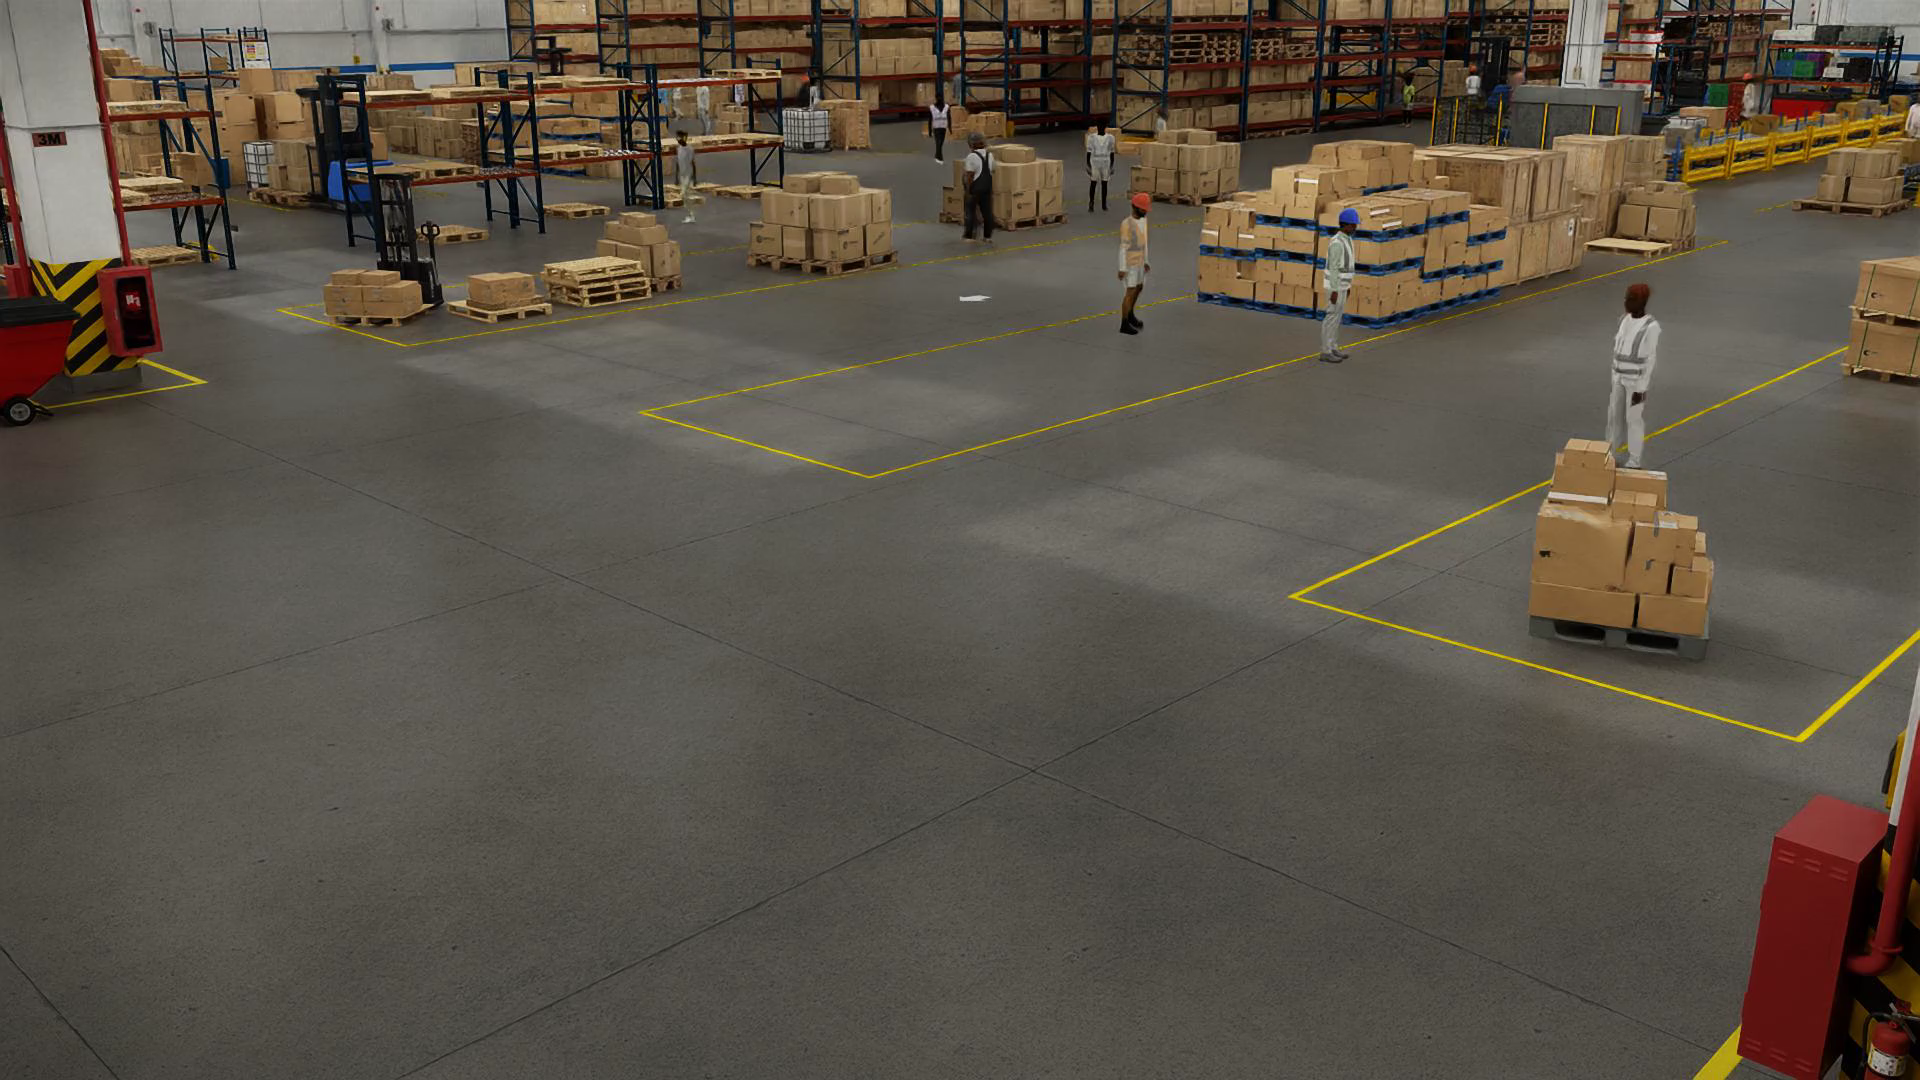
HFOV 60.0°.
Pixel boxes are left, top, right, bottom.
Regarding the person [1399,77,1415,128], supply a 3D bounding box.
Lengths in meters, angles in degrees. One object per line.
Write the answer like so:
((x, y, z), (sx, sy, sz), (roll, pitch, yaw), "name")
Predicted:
((15.135, -14.808, 56.251), (0.320, 1.692, 0.531), (-7, 19, -19), "person")

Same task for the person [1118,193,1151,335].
((2.370, -3.802, 22.762), (0.586, 1.908, 0.771), (13, 22, 34), "person")

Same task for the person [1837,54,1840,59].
((40.943, -22.197, 78.086), (0.609, 1.970, 0.882), (5, 19, 13), "person")

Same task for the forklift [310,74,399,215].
((-12.822, -8.328, 34.873), (1.873, 2.768, 1.129), (17, 25, 41), "forklift")

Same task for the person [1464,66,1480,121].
((18.146, -15.797, 58.881), (0.554, 1.918, 0.605), (-4, 19, -13), "person")

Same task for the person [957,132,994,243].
((0.281, -6.518, 30.731), (0.755, 2.000, 0.768), (-17, 25, -41), "person")

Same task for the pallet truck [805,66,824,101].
((-4.812, -15.182, 56.903), (0.823, 1.965, 1.885), (-9, 21, -26), "pallet truck")

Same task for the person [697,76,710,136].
((-7.988, -13.422, 51.694), (0.356, 1.936, 0.635), (-13, 22, -34), "person")

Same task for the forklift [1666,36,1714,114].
((27.341, -17.291, 61.877), (1.129, 2.768, 1.873), (17, 25, 41), "forklift")

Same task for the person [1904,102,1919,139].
((25.817, -11.081, 44.739), (0.861, 1.882, 0.647), (-14, 23, -35), "person")

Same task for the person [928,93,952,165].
((-0.559, -11.048, 44.653), (0.586, 1.878, 1.001), (-6, 19, -19), "person")

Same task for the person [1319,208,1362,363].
((4.776, -3.195, 20.891), (0.426, 1.939, 0.601), (8, 20, 24), "person")

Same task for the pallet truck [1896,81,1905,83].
((34.802, -16.331, 61.455), (0.653, 1.274, 1.630), (17, 25, 41), "pallet truck")

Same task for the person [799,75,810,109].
((-4.872, -13.511, 51.952), (1.039, 1.947, 0.634), (5, 19, 14), "person")

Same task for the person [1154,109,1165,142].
((4.982, -10.165, 42.390), (0.806, 1.599, 0.542), (7, 20, 21), "person")

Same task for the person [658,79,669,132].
((-9.728, -14.193, 54.395), (0.317, 1.696, 0.537), (5, 19, 14), "person")

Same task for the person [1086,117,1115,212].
((2.957, -7.896, 35.004), (0.609, 1.963, 0.369), (-1, 18, -3), "person")

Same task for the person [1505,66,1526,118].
((20.316, -16.256, 60.359), (0.983, 1.853, 0.636), (-6, 19, -16), "person")

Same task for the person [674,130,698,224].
((-5.520, -7.248, 33.231), (0.553, 1.849, 0.521), (17, 25, 42), "person")

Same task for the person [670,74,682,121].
((-10.004, -15.637, 58.860), (0.463, 1.629, 0.525), (15, 24, 38), "person")

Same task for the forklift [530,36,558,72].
((-15.452, -17.325, 61.980), (1.873, 2.768, 1.129), (17, 25, 41), "forklift")

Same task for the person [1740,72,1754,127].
((24.945, -13.700, 52.426), (0.807, 2.013, 0.616), (10, 21, 29), "person")

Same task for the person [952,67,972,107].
((0.096, -15.743, 58.769), (0.655, 1.884, 1.020), (11, 21, 30), "person")

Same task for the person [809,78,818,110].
((-4.999, -14.626, 55.707), (0.572, 1.679, 0.543), (3, 19, 10), "person")

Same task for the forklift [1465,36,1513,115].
((19.973, -17.201, 61.605), (1.873, 2.768, 1.129), (16, 24, 40), "forklift")

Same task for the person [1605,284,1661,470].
((6.377, -1.503, 15.927), (0.550, 1.881, 0.592), (-4, 19, -13), "person")

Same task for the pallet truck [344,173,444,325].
((-8.209, -4.181, 23.757), (0.823, 1.965, 1.885), (3, 19, 9), "pallet truck")

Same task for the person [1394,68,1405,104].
((16.071, -16.451, 61.107), (0.436, 1.749, 0.543), (12, 22, 32), "person")

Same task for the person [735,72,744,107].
((-7.306, -14.656, 55.437), (0.388, 1.930, 0.541), (-5, 19, -16), "person")
